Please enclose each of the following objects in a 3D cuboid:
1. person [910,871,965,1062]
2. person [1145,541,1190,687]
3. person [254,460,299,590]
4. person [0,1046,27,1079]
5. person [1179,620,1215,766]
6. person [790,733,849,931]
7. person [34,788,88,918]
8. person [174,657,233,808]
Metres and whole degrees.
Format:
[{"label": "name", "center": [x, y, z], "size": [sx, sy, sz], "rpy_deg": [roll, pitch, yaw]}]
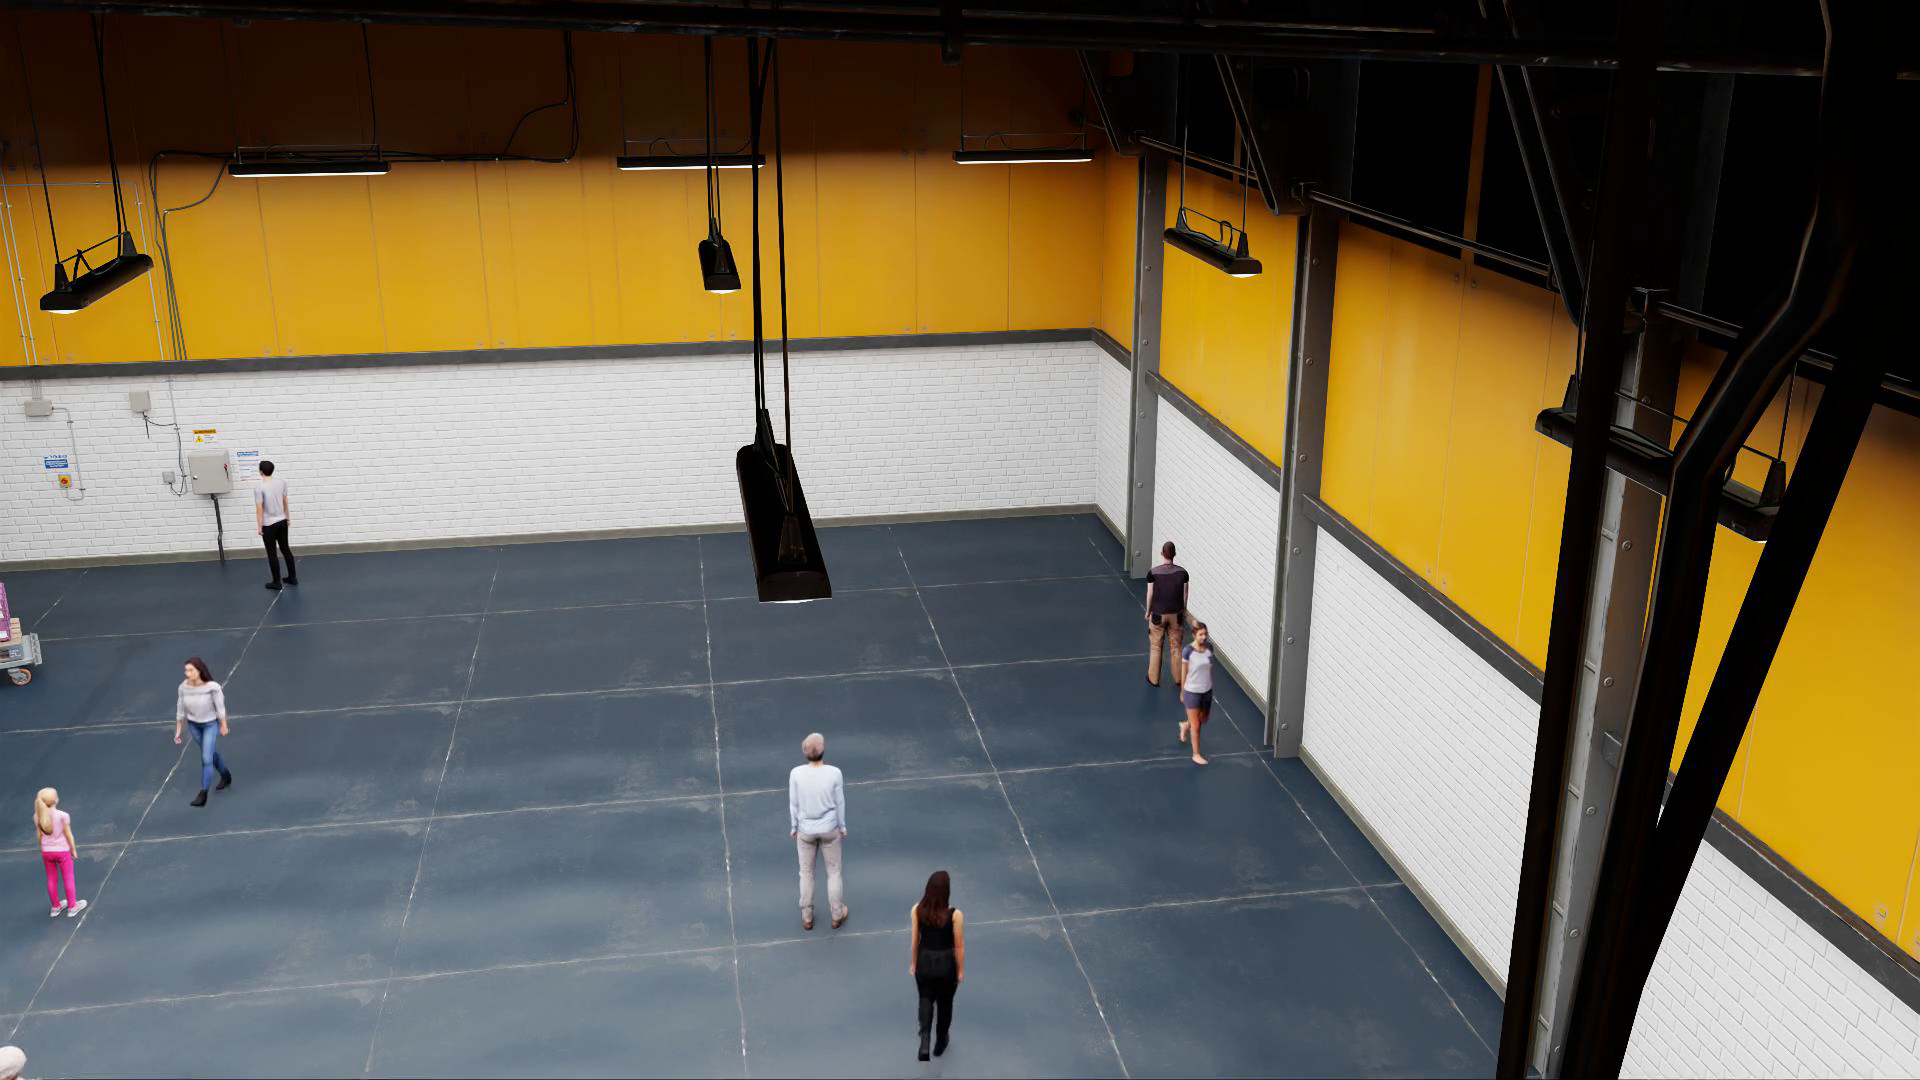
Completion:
[{"label": "person", "center": [-0.202, 3.417, 13.149], "size": [0.773, 1.675, 0.929], "rpy_deg": [4, 19, 11]}, {"label": "person", "center": [2.529, 0.892, 20.385], "size": [0.703, 1.842, 0.615], "rpy_deg": [-1, 19, -4]}, {"label": "person", "center": [-9.748, -0.225, 23.674], "size": [0.787, 1.861, 0.718], "rpy_deg": [11, 22, 30]}, {"label": "person", "center": [-6.102, 4.087, 11.057], "size": [0.827, 1.740, 0.887], "rpy_deg": [13, 22, 33]}, {"label": "person", "center": [2.599, 1.659, 18.483], "size": [0.736, 1.603, 0.975], "rpy_deg": [-9, 21, -26]}, {"label": "person", "center": [-1.287, 2.642, 15.114], "size": [0.704, 1.890, 0.615], "rpy_deg": [0, 19, 0]}, {"label": "person", "center": [-8.363, 2.876, 15.388], "size": [0.499, 1.272, 0.518], "rpy_deg": [-1, 19, -2]}, {"label": "person", "center": [-7.945, 1.966, 17.593], "size": [0.845, 1.588, 1.089], "rpy_deg": [3, 19, 10]}]
